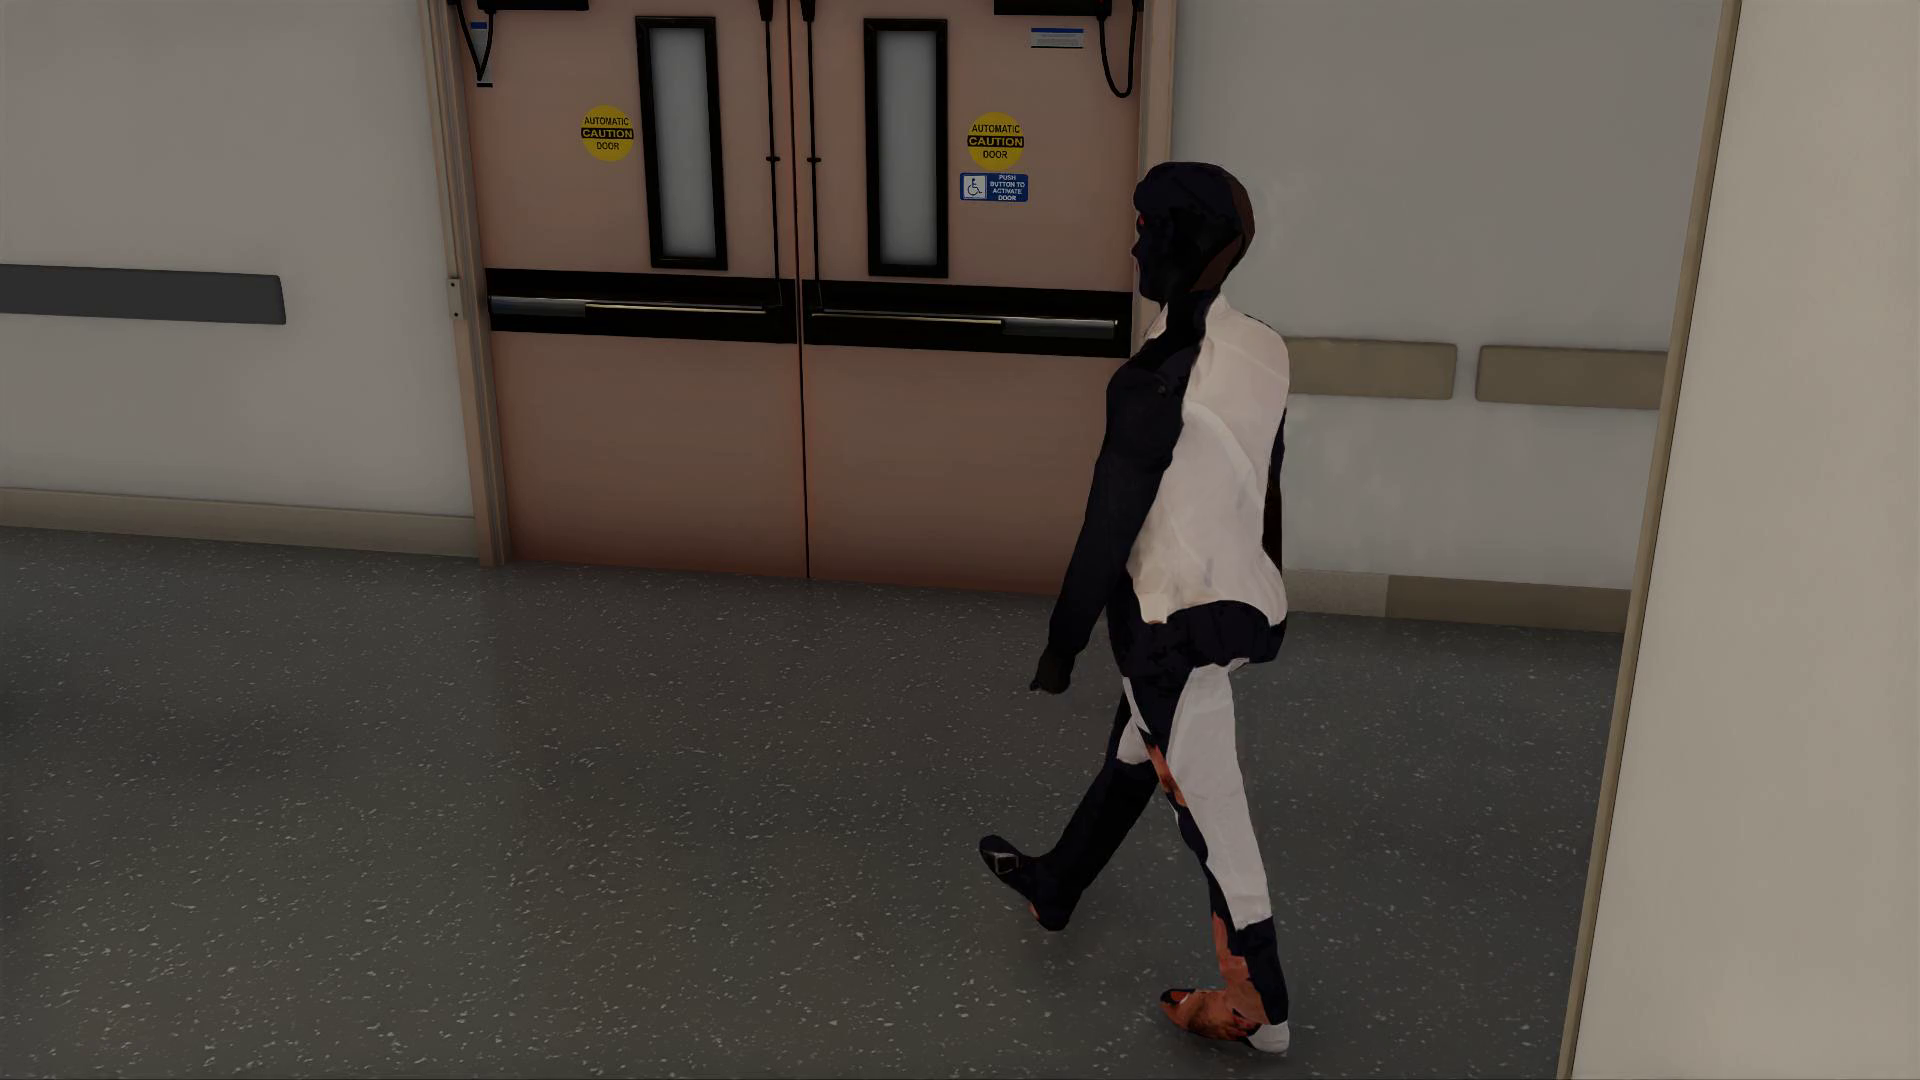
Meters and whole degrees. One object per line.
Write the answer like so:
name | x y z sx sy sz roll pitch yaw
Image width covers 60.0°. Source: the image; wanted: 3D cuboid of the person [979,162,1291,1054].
person | 0.539 0.220 3.385 1.233 1.853 1.017 14 25 33
